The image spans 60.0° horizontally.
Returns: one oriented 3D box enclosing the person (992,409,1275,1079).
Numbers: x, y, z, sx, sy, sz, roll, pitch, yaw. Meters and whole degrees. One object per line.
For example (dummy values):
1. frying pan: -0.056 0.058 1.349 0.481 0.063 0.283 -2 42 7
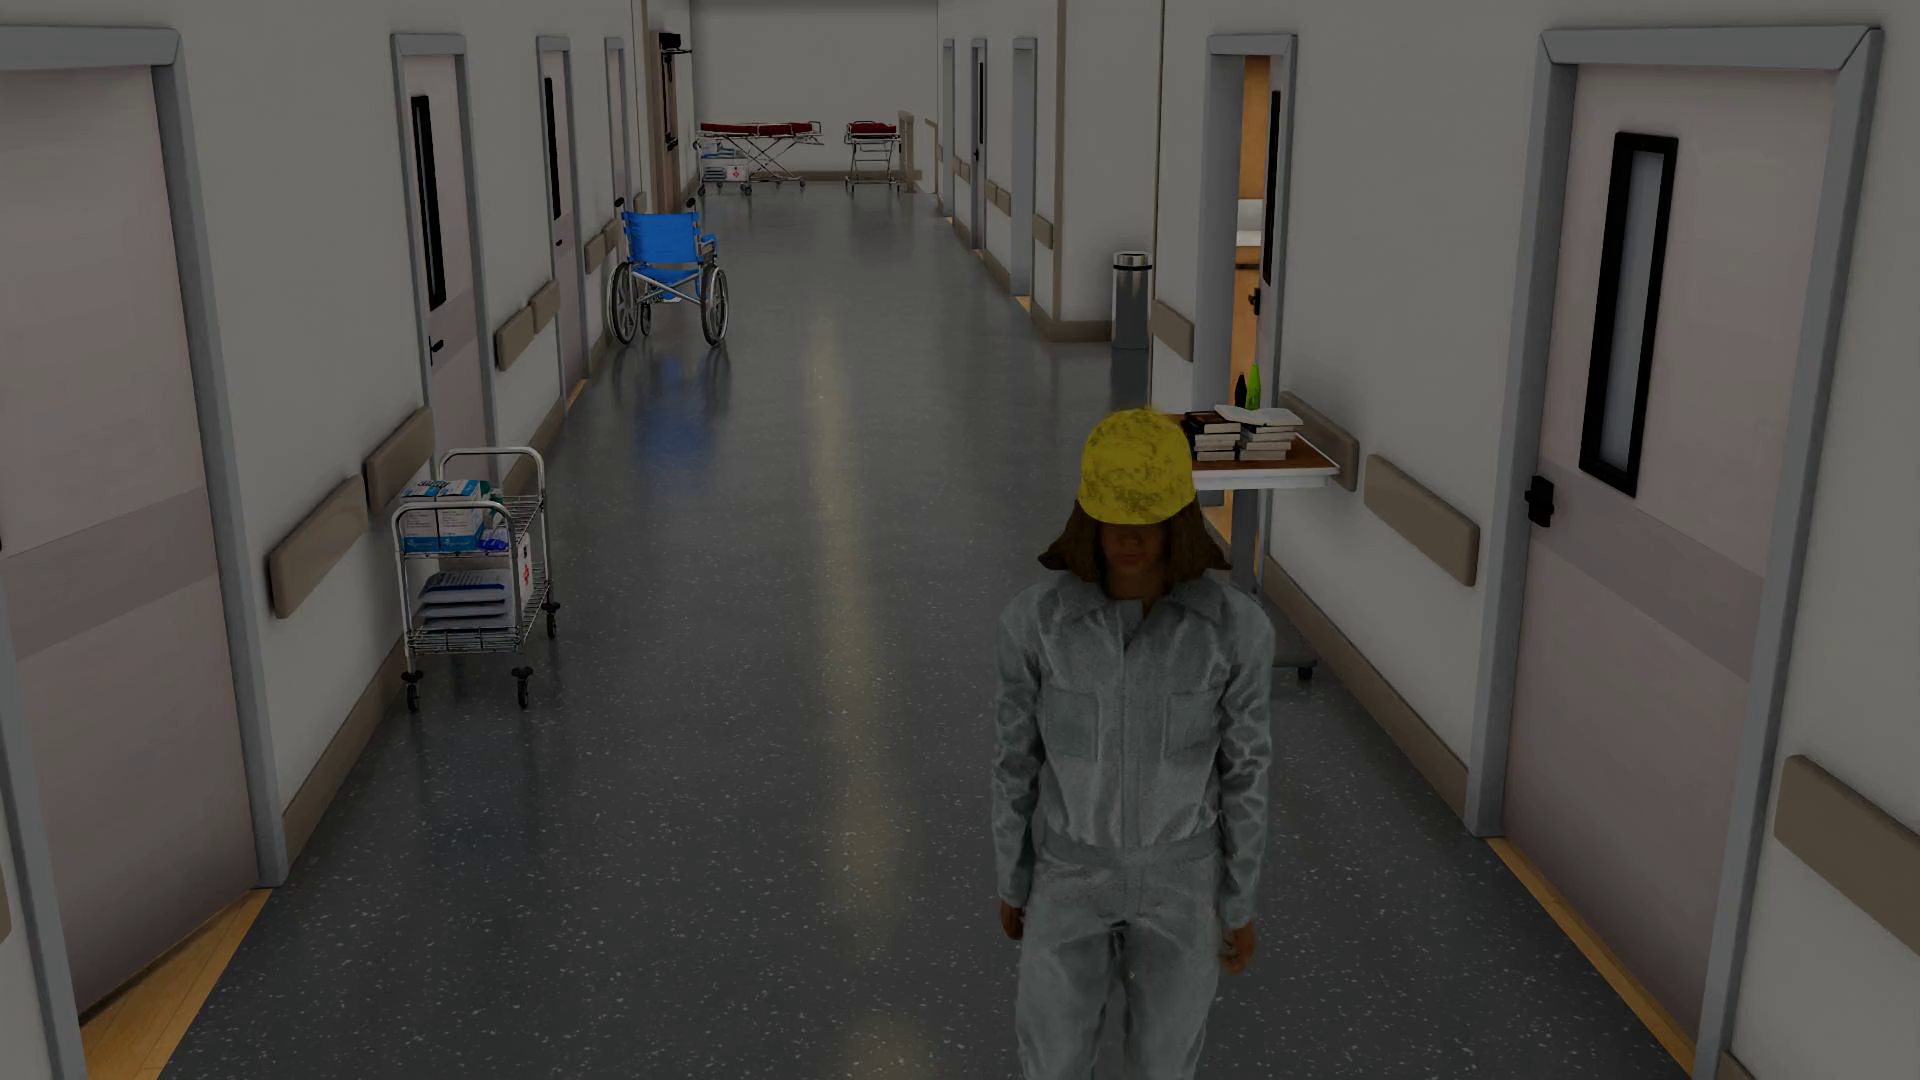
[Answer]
1. person: 0.300 0.600 2.984 0.486 1.730 0.413 1 17 4
